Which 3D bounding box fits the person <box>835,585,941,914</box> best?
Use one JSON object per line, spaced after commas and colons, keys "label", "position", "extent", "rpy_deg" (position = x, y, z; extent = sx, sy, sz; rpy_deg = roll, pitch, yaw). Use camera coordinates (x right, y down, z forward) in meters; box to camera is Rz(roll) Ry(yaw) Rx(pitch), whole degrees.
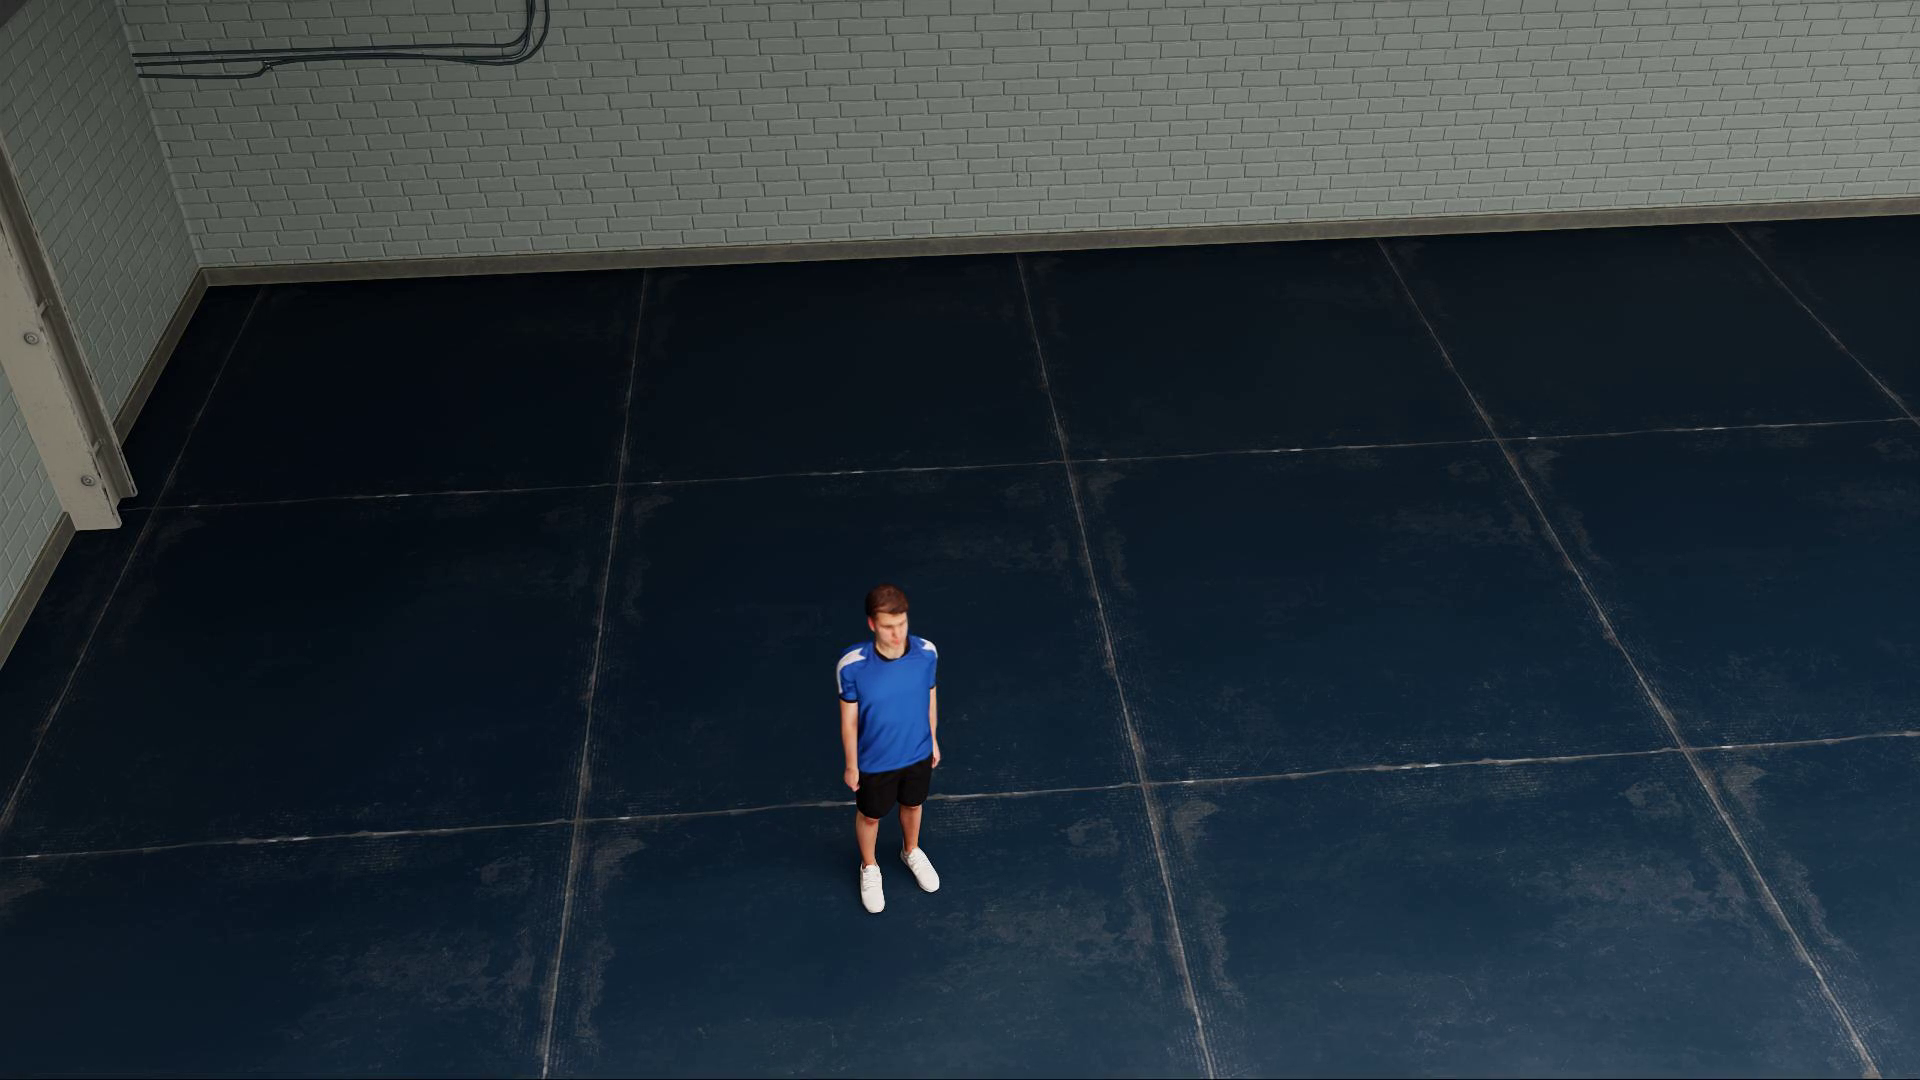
{"label": "person", "position": [-0.325, 0.963, 7.837], "extent": [0.716, 1.865, 0.688], "rpy_deg": [-15, 41, -19]}
